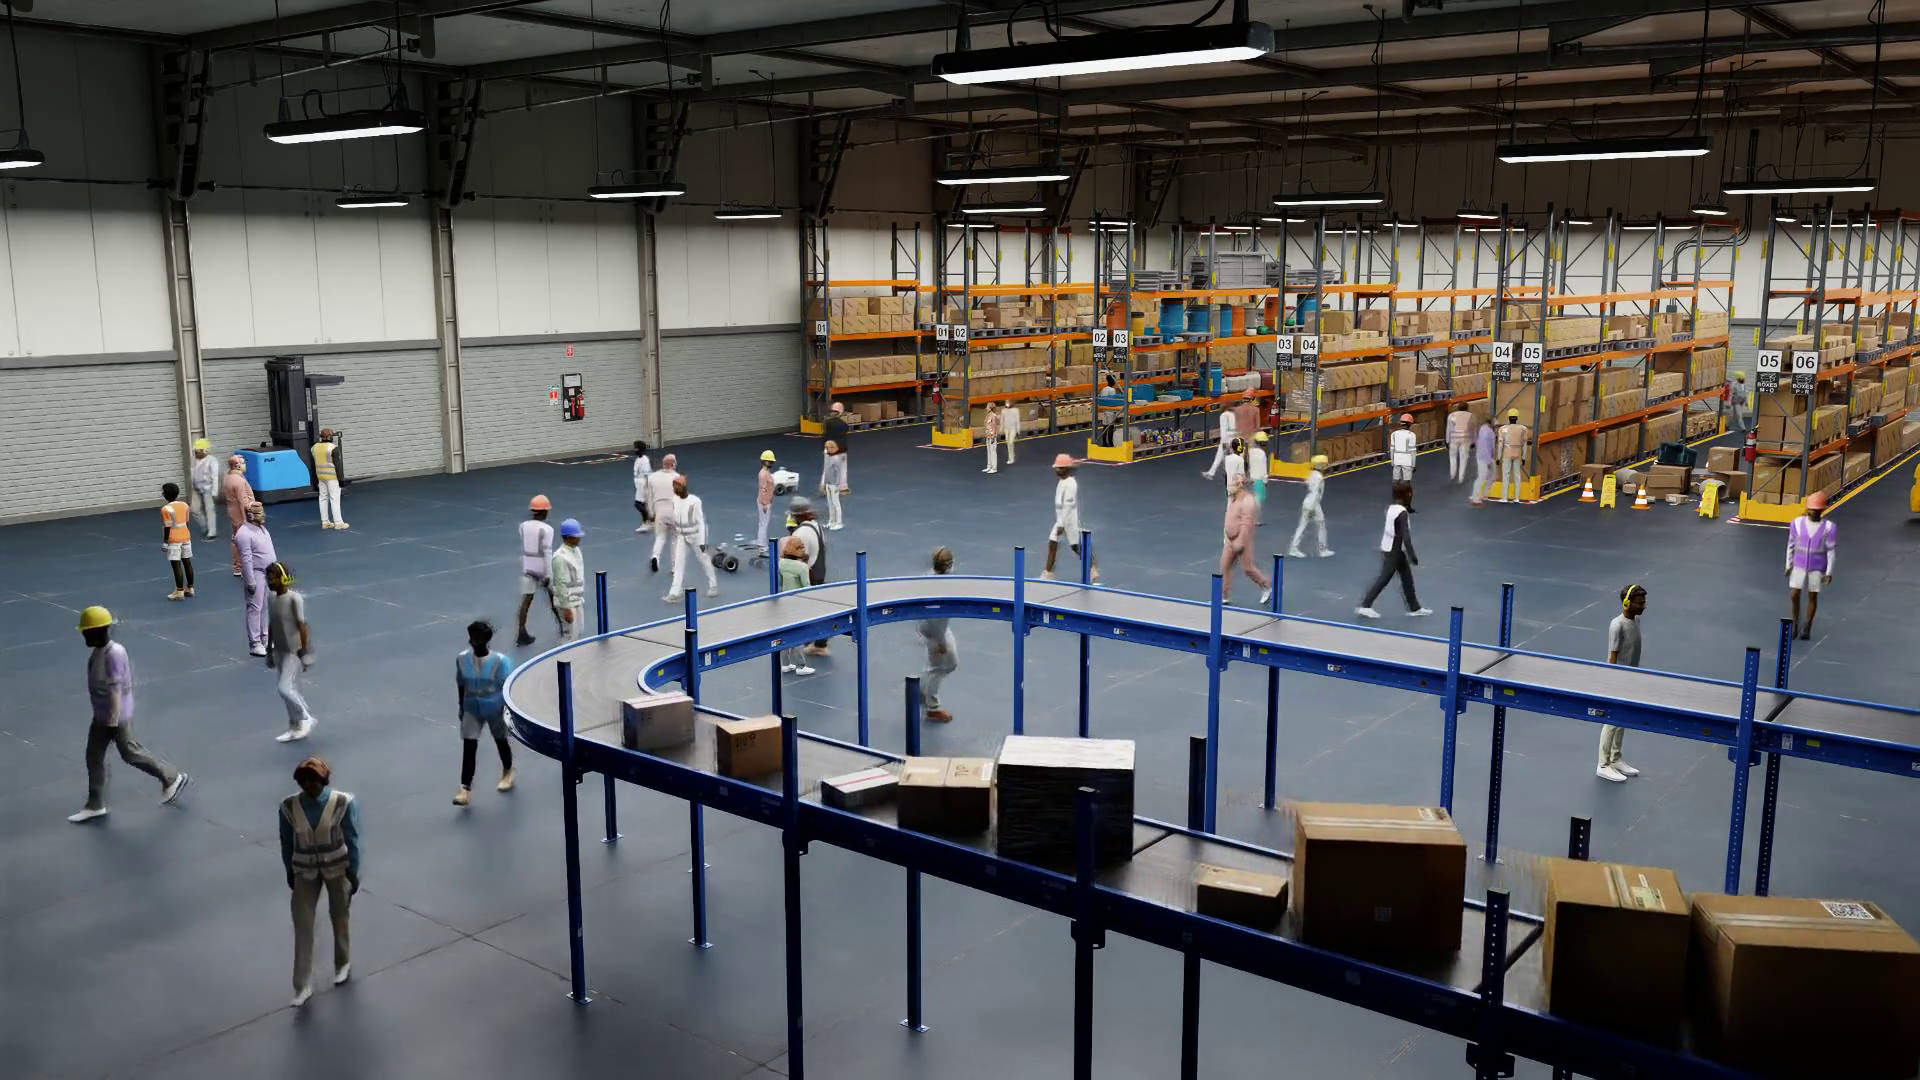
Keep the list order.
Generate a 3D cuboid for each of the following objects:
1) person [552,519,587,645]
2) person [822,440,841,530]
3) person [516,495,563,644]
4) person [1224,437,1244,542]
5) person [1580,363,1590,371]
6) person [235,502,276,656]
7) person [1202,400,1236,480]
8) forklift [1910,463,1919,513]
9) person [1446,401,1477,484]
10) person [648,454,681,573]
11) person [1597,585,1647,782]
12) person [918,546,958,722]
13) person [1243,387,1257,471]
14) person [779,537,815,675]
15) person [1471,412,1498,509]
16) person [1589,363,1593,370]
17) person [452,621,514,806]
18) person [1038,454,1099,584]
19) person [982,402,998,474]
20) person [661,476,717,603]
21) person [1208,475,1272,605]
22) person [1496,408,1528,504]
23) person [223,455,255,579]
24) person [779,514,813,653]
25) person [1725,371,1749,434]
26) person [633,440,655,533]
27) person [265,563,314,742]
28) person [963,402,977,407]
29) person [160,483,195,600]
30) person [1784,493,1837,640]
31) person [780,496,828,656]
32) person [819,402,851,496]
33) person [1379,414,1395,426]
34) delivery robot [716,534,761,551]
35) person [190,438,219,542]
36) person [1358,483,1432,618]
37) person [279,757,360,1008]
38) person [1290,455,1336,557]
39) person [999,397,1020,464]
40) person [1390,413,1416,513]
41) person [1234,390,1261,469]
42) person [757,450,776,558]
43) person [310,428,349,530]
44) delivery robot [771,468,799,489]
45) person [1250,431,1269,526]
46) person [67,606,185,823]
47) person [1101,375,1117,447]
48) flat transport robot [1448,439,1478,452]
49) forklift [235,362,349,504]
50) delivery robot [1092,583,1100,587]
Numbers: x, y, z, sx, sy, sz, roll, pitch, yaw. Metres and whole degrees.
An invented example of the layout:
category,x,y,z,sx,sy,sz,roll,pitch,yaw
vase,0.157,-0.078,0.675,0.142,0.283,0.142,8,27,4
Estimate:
category,x,y,z,sx,sy,sz,roll,pitch,yaw
person,-4.472,0.719,18.043,0.431,1.933,0.629,1,10,7
person,-2.339,-1.005,28.528,0.268,1.630,0.507,-6,12,-30
person,-5.396,0.360,20.154,0.551,1.885,1.008,4,11,23
person,4.746,-0.831,26.878,0.324,1.871,0.526,-5,11,-27
person,18.033,-4.176,45.248,0.605,2.034,0.390,6,12,29
person,-8.716,0.467,19.472,0.408,1.909,0.638,-1,10,-4
person,5.902,-2.193,34.682,1.050,1.821,0.618,9,14,42
forklift,19.034,-1.348,28.998,2.313,2.155,1.214,8,13,37
person,11.096,-2.182,34.658,0.651,1.803,0.869,3,10,16
person,-4.560,-0.393,24.365,0.649,1.887,0.586,2,10,11
person,6.259,1.331,14.747,0.313,1.865,0.514,9,14,43
person,-0.248,0.991,16.534,0.477,1.911,0.641,2,10,10
person,6.786,-2.619,36.741,0.349,1.942,0.545,2,10,13
person,-1.954,0.772,18.520,0.507,1.631,0.265,8,13,37
person,10.415,-1.570,30.872,0.584,1.921,0.626,5,11,25
person,19.291,-4.630,48.104,0.545,1.929,0.389,-3,10,-16
person,-4.303,1.542,14.122,0.556,1.642,0.886,1,10,6
person,1.621,-0.305,23.566,1.029,2.004,0.608,-3,11,-17
person,0.715,-2.369,36.171,0.309,1.645,0.514,-3,11,-18
person,-3.877,-0.034,22.568,0.649,1.826,1.034,6,12,32
person,4.021,-0.003,22.215,0.875,1.874,0.639,-4,11,-20
person,11.130,-1.696,31.593,0.591,1.923,0.381,0,10,0
person,-11.078,-0.365,24.140,0.407,1.913,0.641,-9,14,-42
person,-2.040,0.526,19.538,0.533,1.765,0.331,4,11,22
person,22.186,-3.945,44.700,0.649,1.781,0.877,-5,11,-25
person,-5.729,-0.956,28.104,0.378,1.680,0.547,-5,11,-24
person,-6.837,1.144,15.829,0.560,1.844,0.401,6,12,32
person,0.342,-3.911,44.348,0.603,1.811,0.840,7,12,34
person,-11.341,0.012,22.635,0.321,1.692,0.529,2,10,10
person,10.864,0.360,20.038,0.579,1.912,0.751,7,13,36
person,-1.968,0.458,19.264,0.694,2.000,0.733,3,10,15
person,-2.614,-1.897,32.626,0.616,1.967,0.923,6,12,30
person,11.700,-3.689,42.784,0.629,1.937,0.373,10,14,43
delivery robot,-3.522,0.028,24.868,0.698,0.223,0.335,-6,11,-29
person,-13.146,-0.865,27.210,0.627,1.817,0.430,4,11,23
person,5.971,0.142,21.431,1.015,1.870,0.607,1,10,7
person,-4.224,2.244,10.316,0.518,1.609,0.774,-2,10,-11
person,5.855,-0.554,25.797,0.846,1.694,0.506,-1,10,-7
person,1.157,-2.630,37.719,0.523,1.608,0.625,6,12,32
person,8.649,-1.499,30.471,0.372,1.929,0.543,-9,14,-42
person,6.454,-2.376,35.222,0.608,1.995,0.376,2,10,11
person,-3.195,-0.605,25.909,0.329,1.765,0.526,0,10,2
person,-11.516,-1.119,28.591,0.619,1.841,0.430,4,11,21
delivery robot,-3.756,-1.285,32.991,0.707,0.478,0.477,-9,13,-40
person,5.553,-1.135,28.917,0.362,1.752,0.533,-1,10,-4
person,-7.401,1.488,13.774,0.587,1.897,0.898,9,13,41
person,3.892,-3.326,40.651,0.368,1.966,0.602,-5,11,-28
flat transport robot,13.315,-2.473,40.742,0.652,0.197,1.431,8,13,39
forklift,-13.803,-2.244,32.110,1.129,2.768,1.873,8,13,37
delivery robot,1.832,0.829,21.093,0.707,0.478,0.477,-8,13,-37
